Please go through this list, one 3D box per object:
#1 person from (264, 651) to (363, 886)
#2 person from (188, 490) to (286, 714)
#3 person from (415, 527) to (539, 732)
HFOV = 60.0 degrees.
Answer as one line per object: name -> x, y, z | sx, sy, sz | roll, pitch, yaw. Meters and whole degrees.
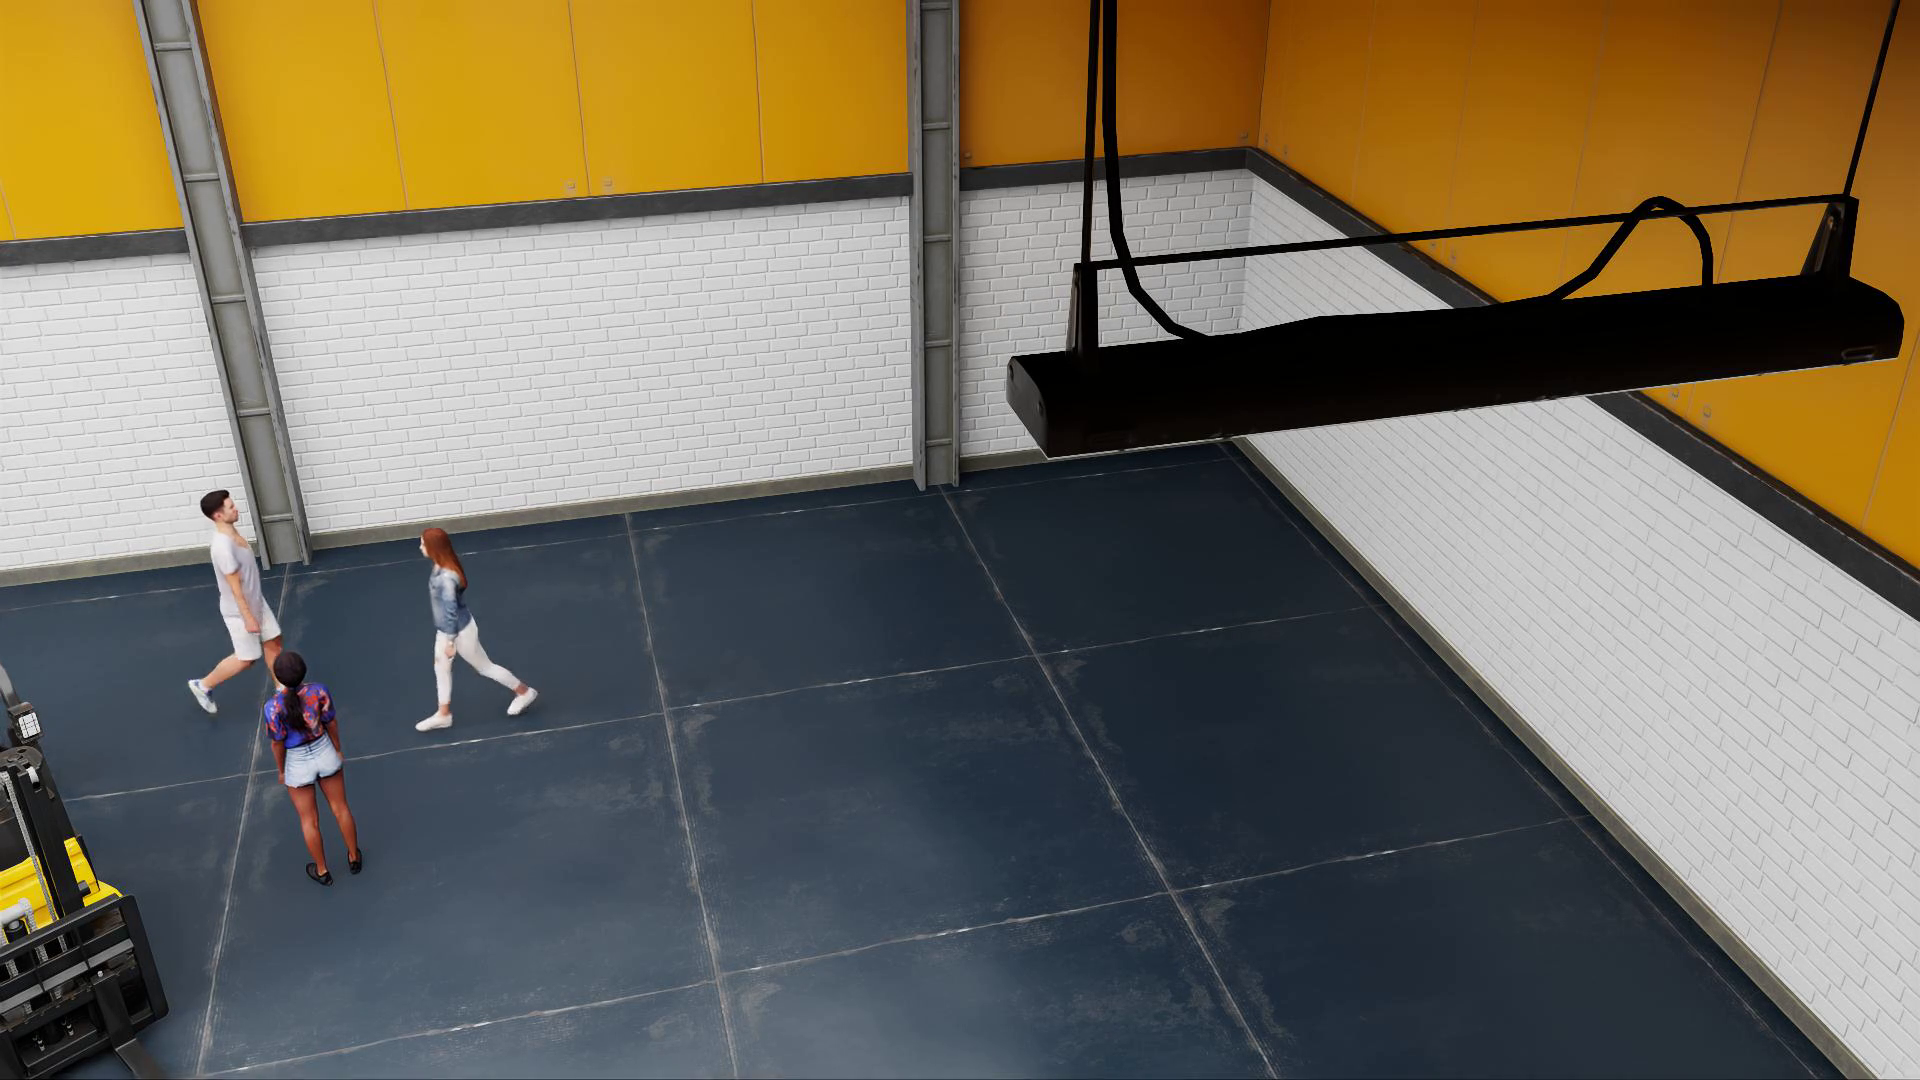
person -> -4.191, 1.457, 10.743 | 0.583, 1.743, 0.722 | -20, 35, -32
person -> -5.439, 0.501, 12.403 | 1.081, 1.833, 0.693 | -7, 29, -13
person -> -3.603, 0.657, 12.289 | 1.191, 1.666, 0.780 | -14, 31, -23
